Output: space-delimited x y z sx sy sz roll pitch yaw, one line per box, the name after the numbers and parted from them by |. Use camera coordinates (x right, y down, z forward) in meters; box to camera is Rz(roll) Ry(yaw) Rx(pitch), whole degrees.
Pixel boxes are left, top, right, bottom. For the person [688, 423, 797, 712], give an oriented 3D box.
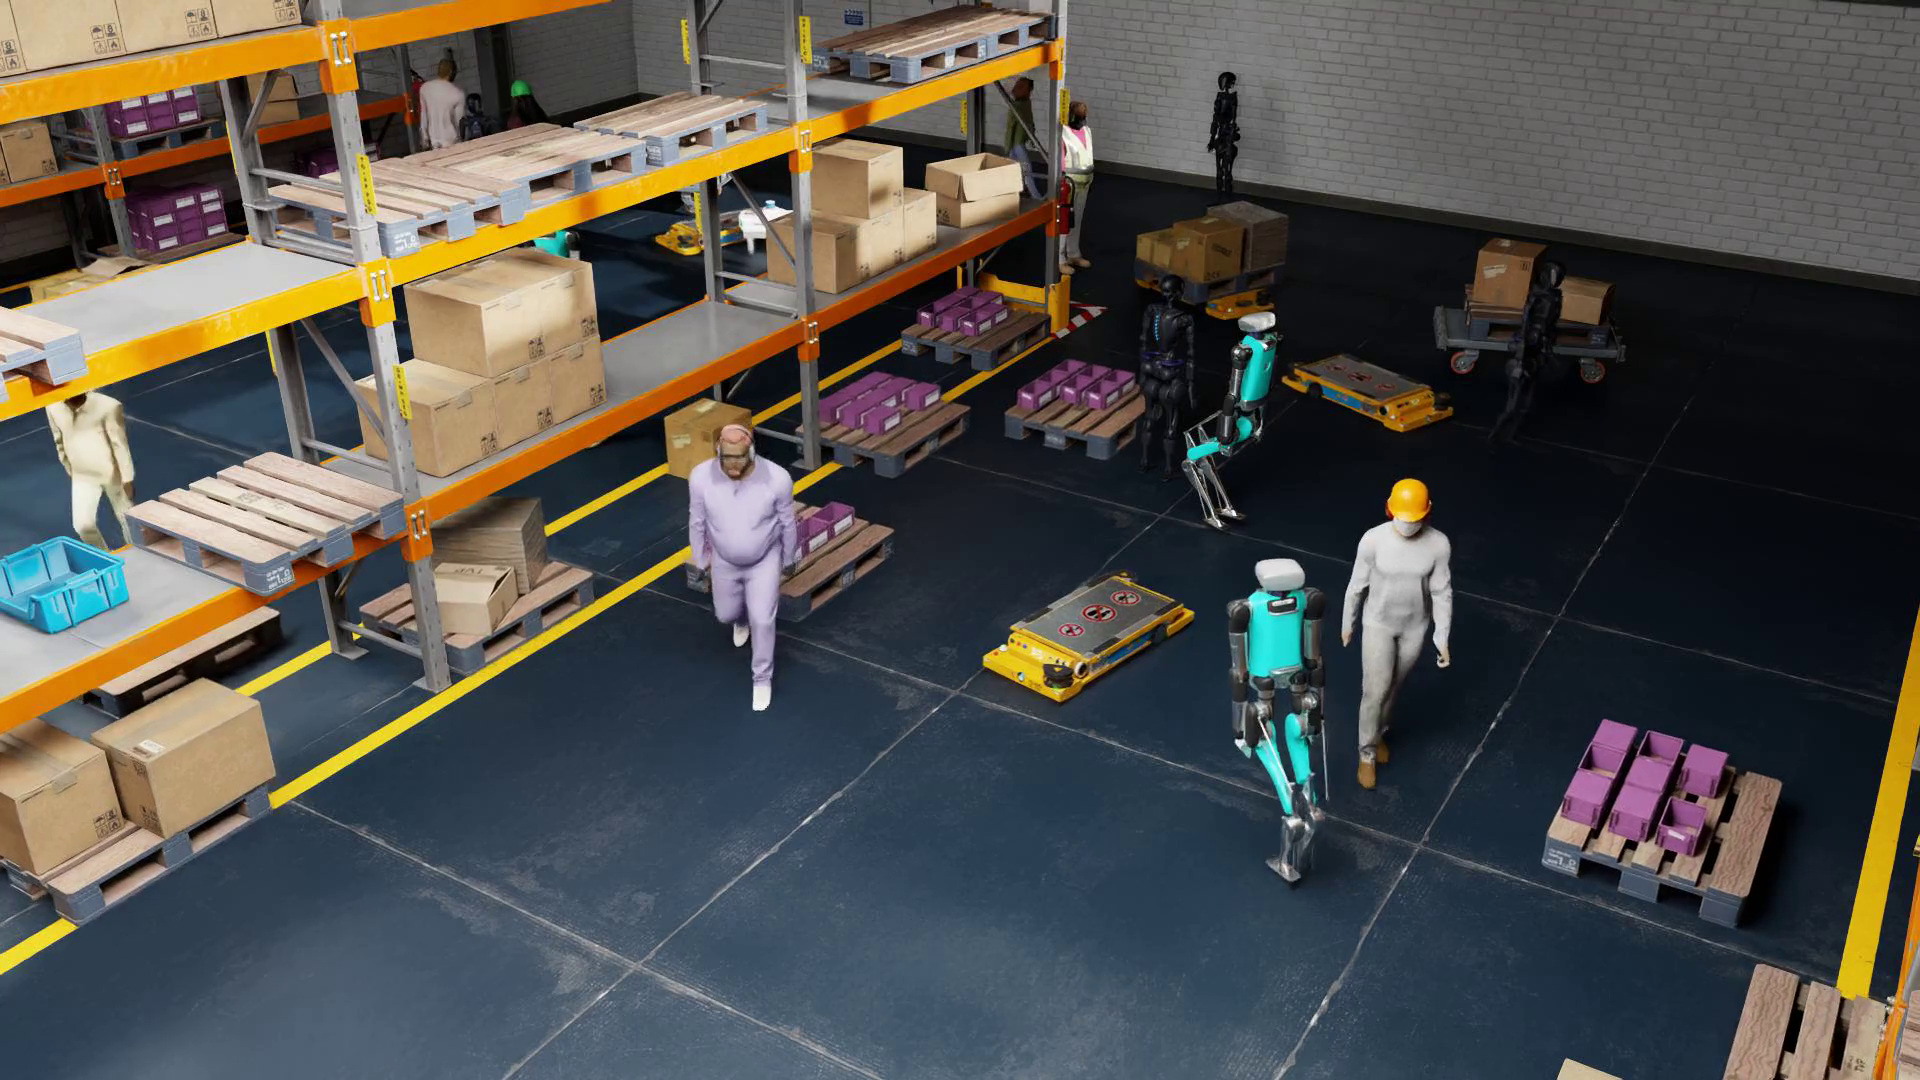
-1.319 0.069 10.300 0.655 1.874 0.763 1 27 2 | person

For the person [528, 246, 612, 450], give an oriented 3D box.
-3.291 -1.505 13.472 0.522 1.796 0.967 20 33 34 | person

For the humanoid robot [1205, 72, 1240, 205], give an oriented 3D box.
3.199 -4.820 20.124 0.315 1.657 0.599 -7 28 -14 | humanoid robot

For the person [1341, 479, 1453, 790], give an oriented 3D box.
2.476 0.529 9.390 0.558 1.869 0.711 0 27 0 | person

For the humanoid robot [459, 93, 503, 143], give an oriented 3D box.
-5.438 -4.338 19.191 0.595 1.645 0.335 3 27 5 | humanoid robot

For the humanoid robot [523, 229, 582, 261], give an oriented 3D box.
-3.601 -1.942 14.428 0.546 1.725 0.995 5 27 9 | humanoid robot

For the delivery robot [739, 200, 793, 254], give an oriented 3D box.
-2.103 -3.540 18.879 0.785 0.614 0.500 0 27 1 | delivery robot

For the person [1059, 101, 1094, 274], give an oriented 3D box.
1.224 -3.822 17.992 0.429 1.840 0.634 18 32 32 | person

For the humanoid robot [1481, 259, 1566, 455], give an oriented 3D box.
4.655 -1.521 13.653 0.598 1.652 0.424 -24 35 -38 | humanoid robot

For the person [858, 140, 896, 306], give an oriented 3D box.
-0.986 -3.200 16.881 0.735 1.723 0.594 -17 32 -30 | person

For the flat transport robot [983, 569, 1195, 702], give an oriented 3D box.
0.870 0.611 10.994 0.659 0.231 1.431 23 35 37 | flat transport robot

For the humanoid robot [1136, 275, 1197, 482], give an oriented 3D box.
1.621 -1.297 13.183 0.315 1.657 0.599 -22 34 -36 | humanoid robot

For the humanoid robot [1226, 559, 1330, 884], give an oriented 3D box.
1.705 1.073 8.571 0.537 1.854 0.831 -8 28 -15 | humanoid robot

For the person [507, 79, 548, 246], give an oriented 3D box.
-4.736 -4.108 18.469 0.547 1.915 0.695 -22 34 -37 | person

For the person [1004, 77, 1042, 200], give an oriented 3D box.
0.743 -4.851 20.295 0.872 1.580 0.508 10 29 19 | person

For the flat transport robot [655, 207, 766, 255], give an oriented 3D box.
-2.737 -3.575 19.243 1.431 0.231 0.659 -20 33 -34 | flat transport robot

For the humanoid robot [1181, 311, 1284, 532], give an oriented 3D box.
1.933 -0.921 12.240 0.735 1.681 0.533 23 35 38 | humanoid robot

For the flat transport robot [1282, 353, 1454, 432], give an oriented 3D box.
3.617 -1.328 14.815 0.659 0.231 1.431 -18 32 -31 | flat transport robot

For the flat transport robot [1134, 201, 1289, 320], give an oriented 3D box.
2.552 -2.618 17.357 0.659 0.231 1.431 -16 31 -29 | flat transport robot

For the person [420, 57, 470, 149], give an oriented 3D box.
-6.107 -4.721 19.691 0.682 1.902 0.594 11 29 21 | person

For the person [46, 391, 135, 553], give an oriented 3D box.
-5.949 -0.443 11.452 0.571 1.726 0.583 0 27 -1 | person
